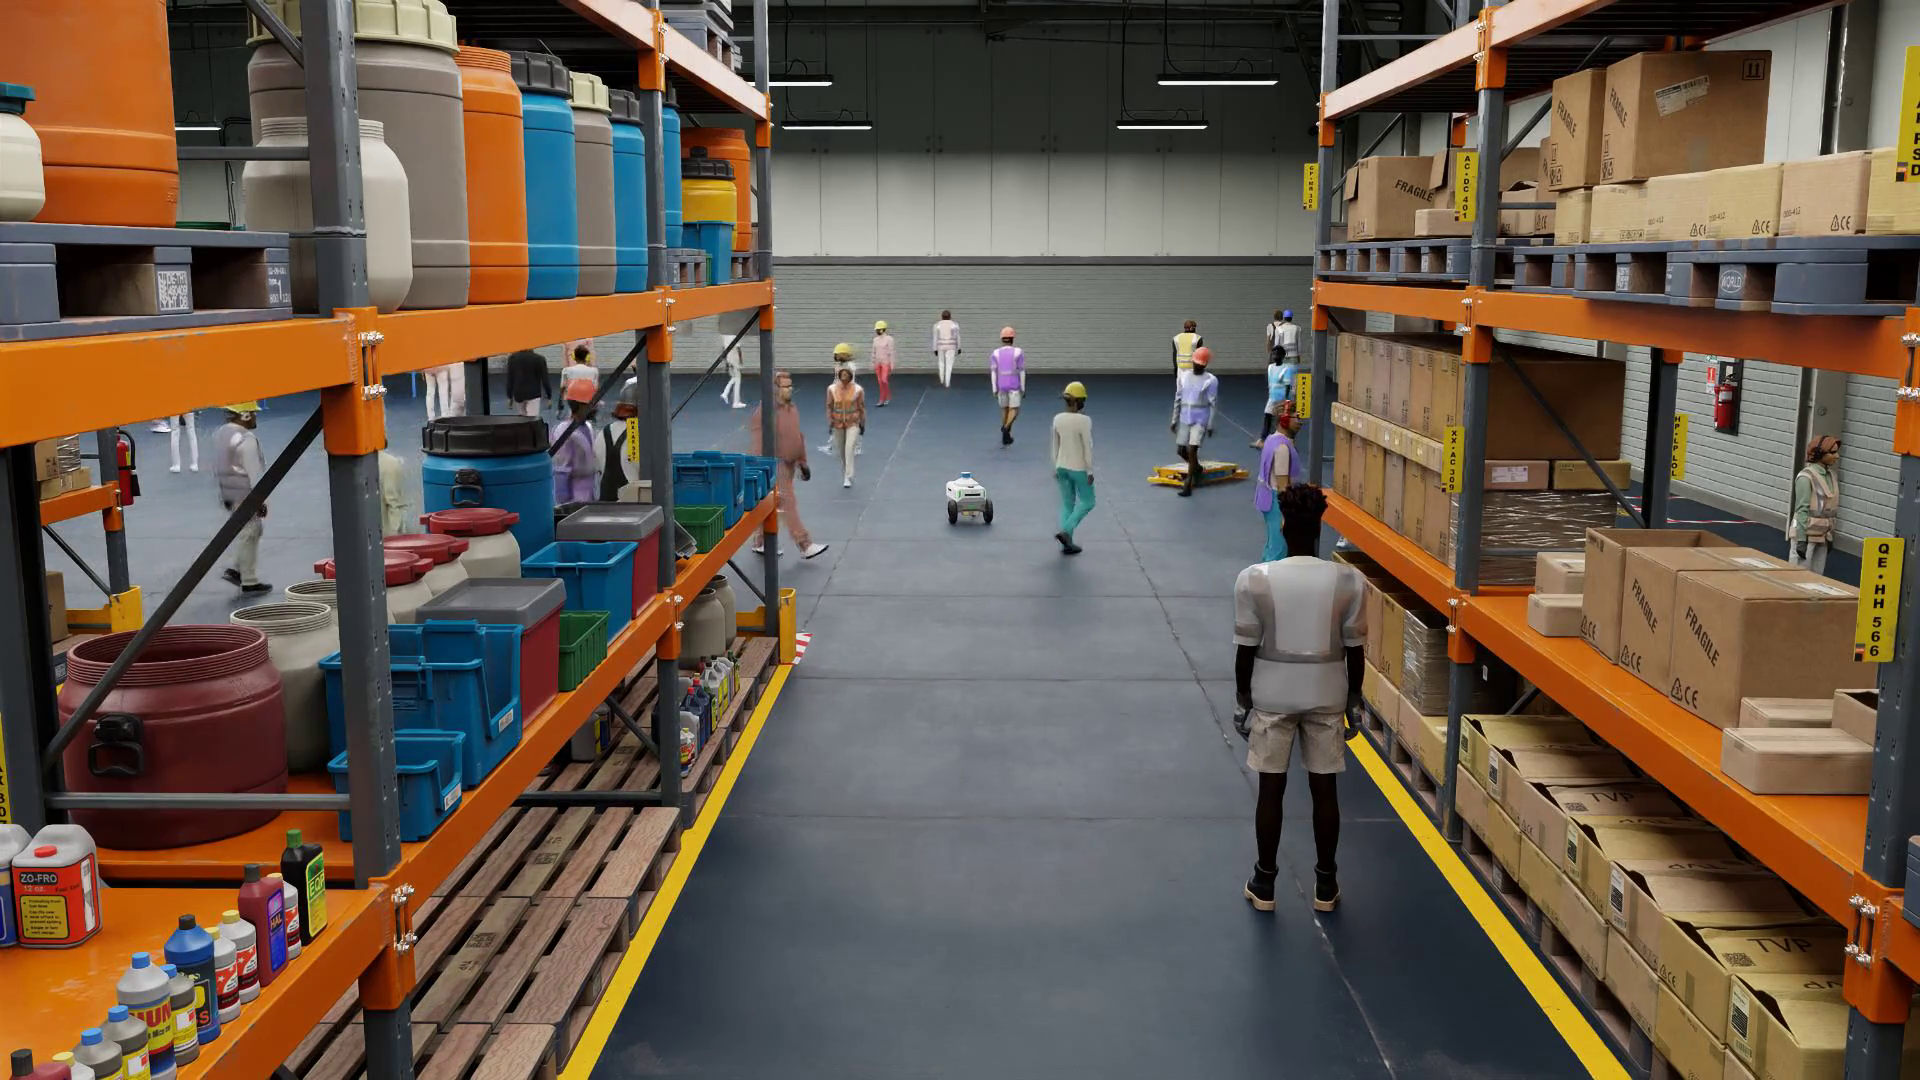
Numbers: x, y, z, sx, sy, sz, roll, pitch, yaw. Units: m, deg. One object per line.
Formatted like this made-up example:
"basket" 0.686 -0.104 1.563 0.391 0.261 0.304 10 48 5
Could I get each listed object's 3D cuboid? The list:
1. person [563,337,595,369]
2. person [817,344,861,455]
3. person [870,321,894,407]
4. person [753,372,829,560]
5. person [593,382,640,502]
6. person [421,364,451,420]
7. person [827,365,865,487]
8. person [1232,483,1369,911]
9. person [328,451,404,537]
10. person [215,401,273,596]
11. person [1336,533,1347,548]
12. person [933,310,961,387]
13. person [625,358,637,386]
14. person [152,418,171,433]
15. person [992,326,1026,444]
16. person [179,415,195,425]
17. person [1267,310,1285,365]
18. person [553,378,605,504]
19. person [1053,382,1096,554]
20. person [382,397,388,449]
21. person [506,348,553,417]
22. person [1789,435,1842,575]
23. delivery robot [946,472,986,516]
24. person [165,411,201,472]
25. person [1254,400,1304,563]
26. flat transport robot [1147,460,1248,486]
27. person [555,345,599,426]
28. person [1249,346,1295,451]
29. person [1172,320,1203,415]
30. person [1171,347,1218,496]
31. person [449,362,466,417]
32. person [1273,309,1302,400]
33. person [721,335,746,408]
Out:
"person" -7.333 -3.361 32.169 0.647 1.912 0.409 2 10 13
"person" -1.870 -2.142 25.452 0.849 1.702 0.507 -5 11 -28
"person" -1.620 -3.617 34.150 0.559 1.750 0.410 8 12 39
"person" -1.691 -0.731 16.552 0.960 1.855 0.673 4 10 25
"person" -2.507 -0.250 13.268 0.699 2.000 0.799 6 11 32
"person" -9.480 -3.061 30.137 0.610 1.989 0.391 2 10 13
"person" -1.502 -1.545 22.191 0.502 1.605 0.760 1 10 8
"person" 1.539 0.716 7.574 0.606 1.967 0.367 1 10 4
"person" -4.234 -0.016 12.009 0.609 1.955 0.994 2 10 12
"person" -6.335 -0.410 14.756 0.426 1.819 0.621 -9 13 -44
"person" 4.142 -0.731 17.241 0.507 1.630 0.268 2 10 13
"person" -0.287 -4.576 39.753 0.633 1.811 0.837 2 10 10
"person" -4.387 -1.676 22.880 0.306 1.639 0.523 8 13 41
"person" -13.906 -2.809 28.911 0.443 1.889 0.679 -1 10 -5
"person" 0.773 -2.501 26.988 0.565 1.918 0.631 3 10 17
"person" -14.264 -3.062 30.342 0.547 1.919 0.565 1 10 7
"person" 7.405 -4.433 38.785 0.514 1.844 0.327 4 10 23
"person" -3.138 -0.320 13.659 0.507 2.008 0.760 0 9 0
"person" 1.145 -0.720 16.818 0.394 1.754 0.544 -8 12 -40
"person" -7.099 -1.273 19.705 0.553 1.912 0.878 1 10 8
"person" -6.322 -2.132 24.651 0.650 1.956 0.900 3 10 15
"person" 6.608 -0.002 12.889 0.508 1.629 0.314 -7 12 -35
"delivery robot" 0.068 -0.539 19.162 0.477 0.478 0.707 -2 10 -12
"person" -11.054 -1.902 23.593 0.514 1.864 0.321 -6 11 -32
"person" 2.596 -0.226 13.591 0.375 1.840 0.570 1 9 3
"flat transport robot" 3.229 -0.913 22.530 0.652 0.197 1.431 9 13 43
"person" -5.255 -1.759 22.852 0.549 1.814 0.935 -5 11 -26
"person" 4.945 -2.204 25.985 0.860 1.646 0.550 -7 12 -35
"person" 4.434 -3.345 32.293 0.623 1.838 0.430 6 11 30
"person" 3.013 -1.522 21.227 0.620 1.890 0.635 7 12 35
"person" -7.623 -2.222 25.541 0.663 1.855 1.007 9 13 44
"person" 7.043 -3.984 35.787 0.615 1.945 0.405 -1 10 -7
"person" -4.619 -3.629 33.918 0.540 1.860 0.448 9 13 42
